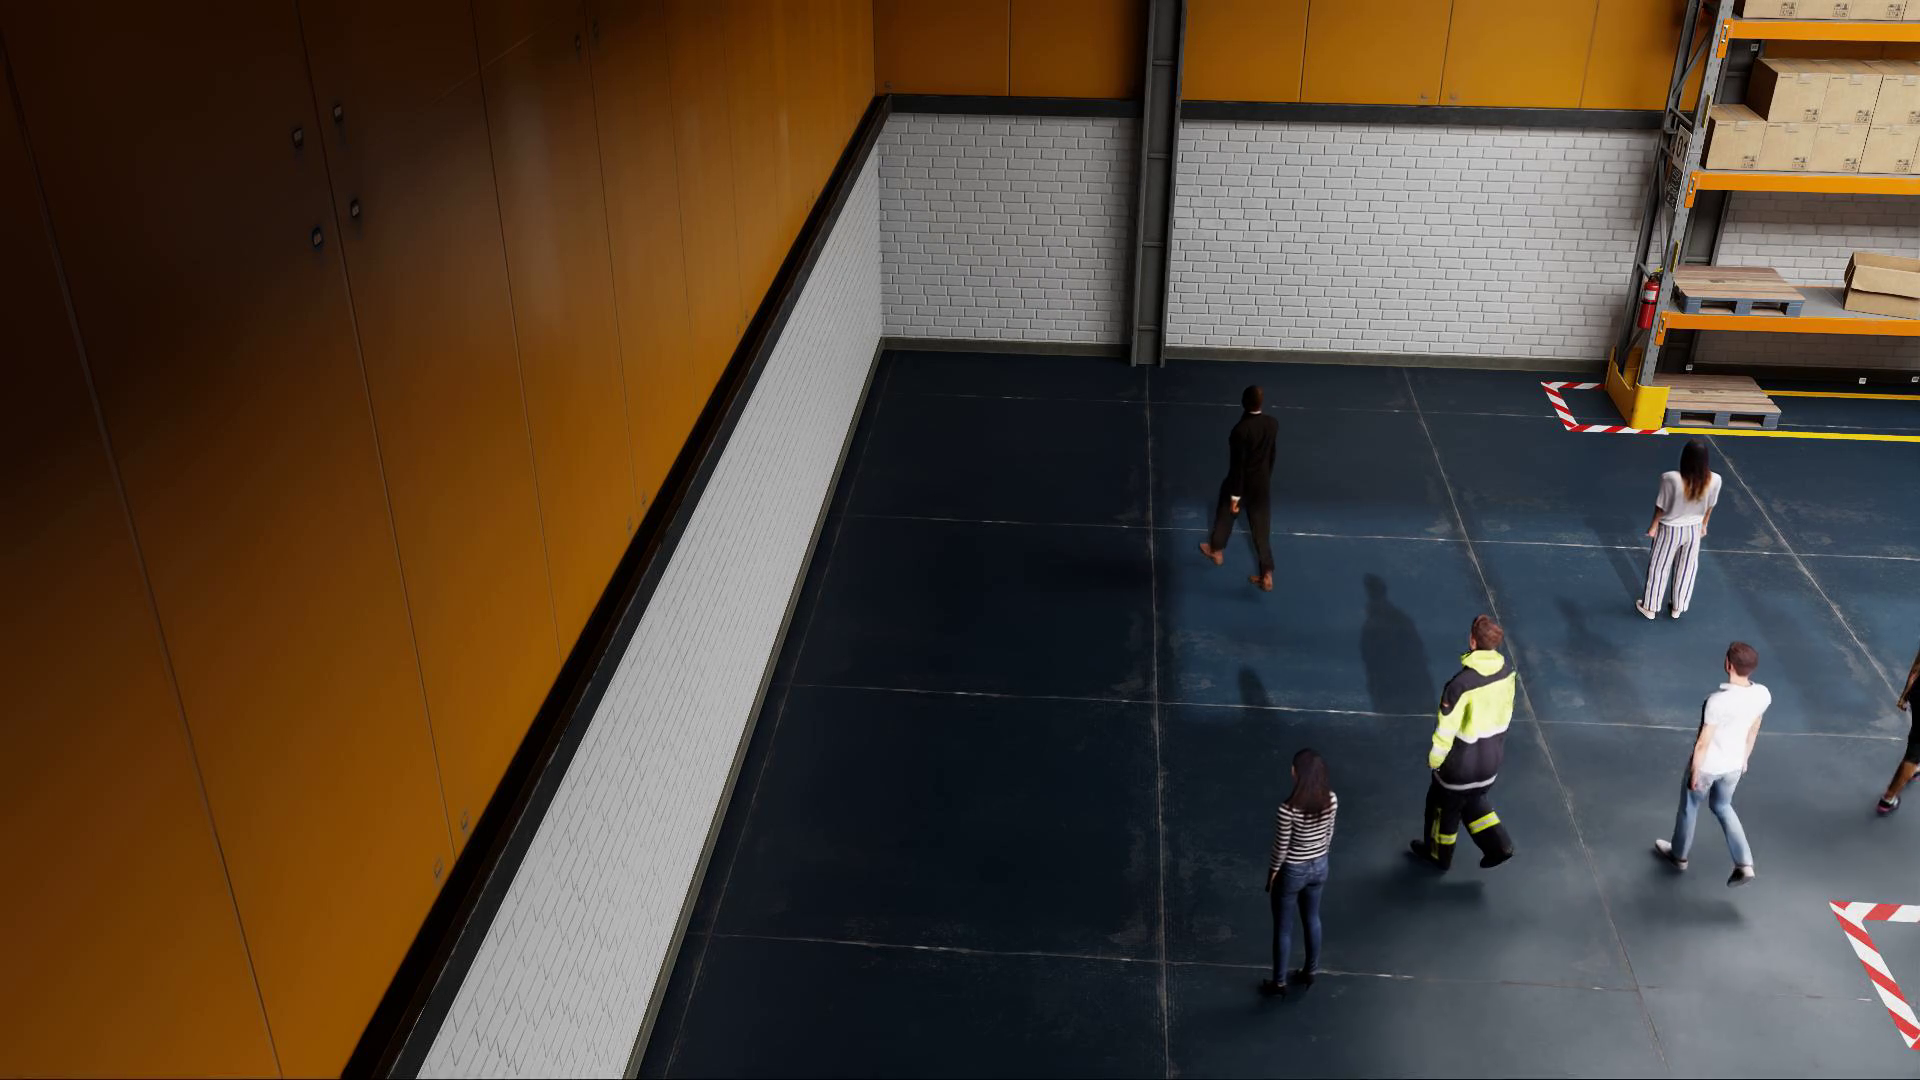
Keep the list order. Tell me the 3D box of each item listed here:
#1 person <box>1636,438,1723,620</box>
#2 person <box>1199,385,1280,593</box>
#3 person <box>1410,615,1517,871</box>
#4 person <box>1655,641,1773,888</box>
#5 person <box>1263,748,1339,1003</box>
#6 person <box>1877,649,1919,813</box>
[{"bbox_3d":[6.169,-0.099,14.269,0.565,1.680,0.749,0,29,0],"label":"person"},{"bbox_3d":[2.604,-0.419,14.672,1.315,1.855,1.207,-13,31,-23],"label":"person"},{"bbox_3d":[3.475,1.446,11.147,1.067,1.956,1.120,-20,34,-32],"label":"person"},{"bbox_3d":[5.106,1.550,11.086,1.026,1.833,0.941,-9,30,-16],"label":"person"},{"bbox_3d":[2.089,2.062,10.192,0.624,1.790,0.723,-12,31,-20],"label":"person"},{"bbox_3d":[6.888,1.210,11.848,1.066,1.700,1.002,-22,35,-34],"label":"person"}]
